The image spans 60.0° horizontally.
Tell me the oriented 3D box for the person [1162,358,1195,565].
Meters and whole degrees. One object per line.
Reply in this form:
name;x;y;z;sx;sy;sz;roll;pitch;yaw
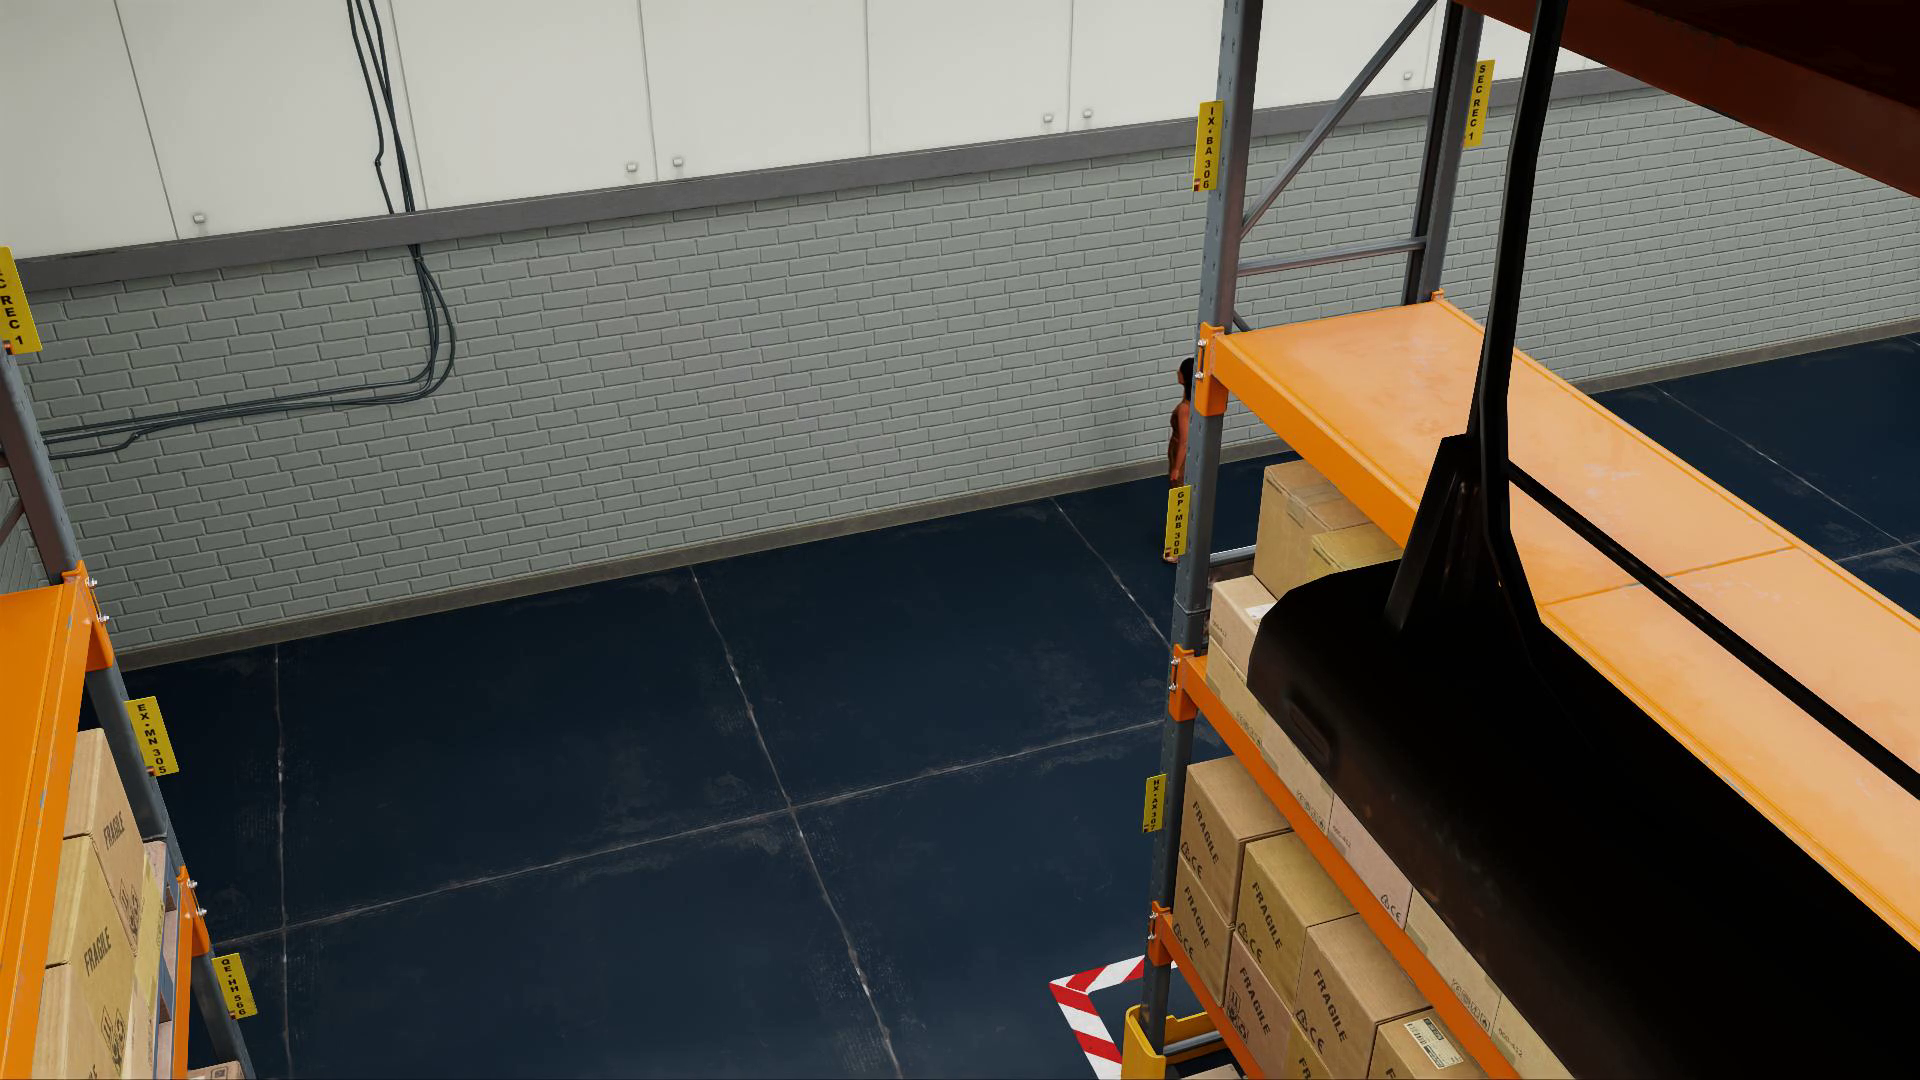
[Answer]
person;1.699;-0.591;12.427;0.697;1.684;0.634;13;35;20
